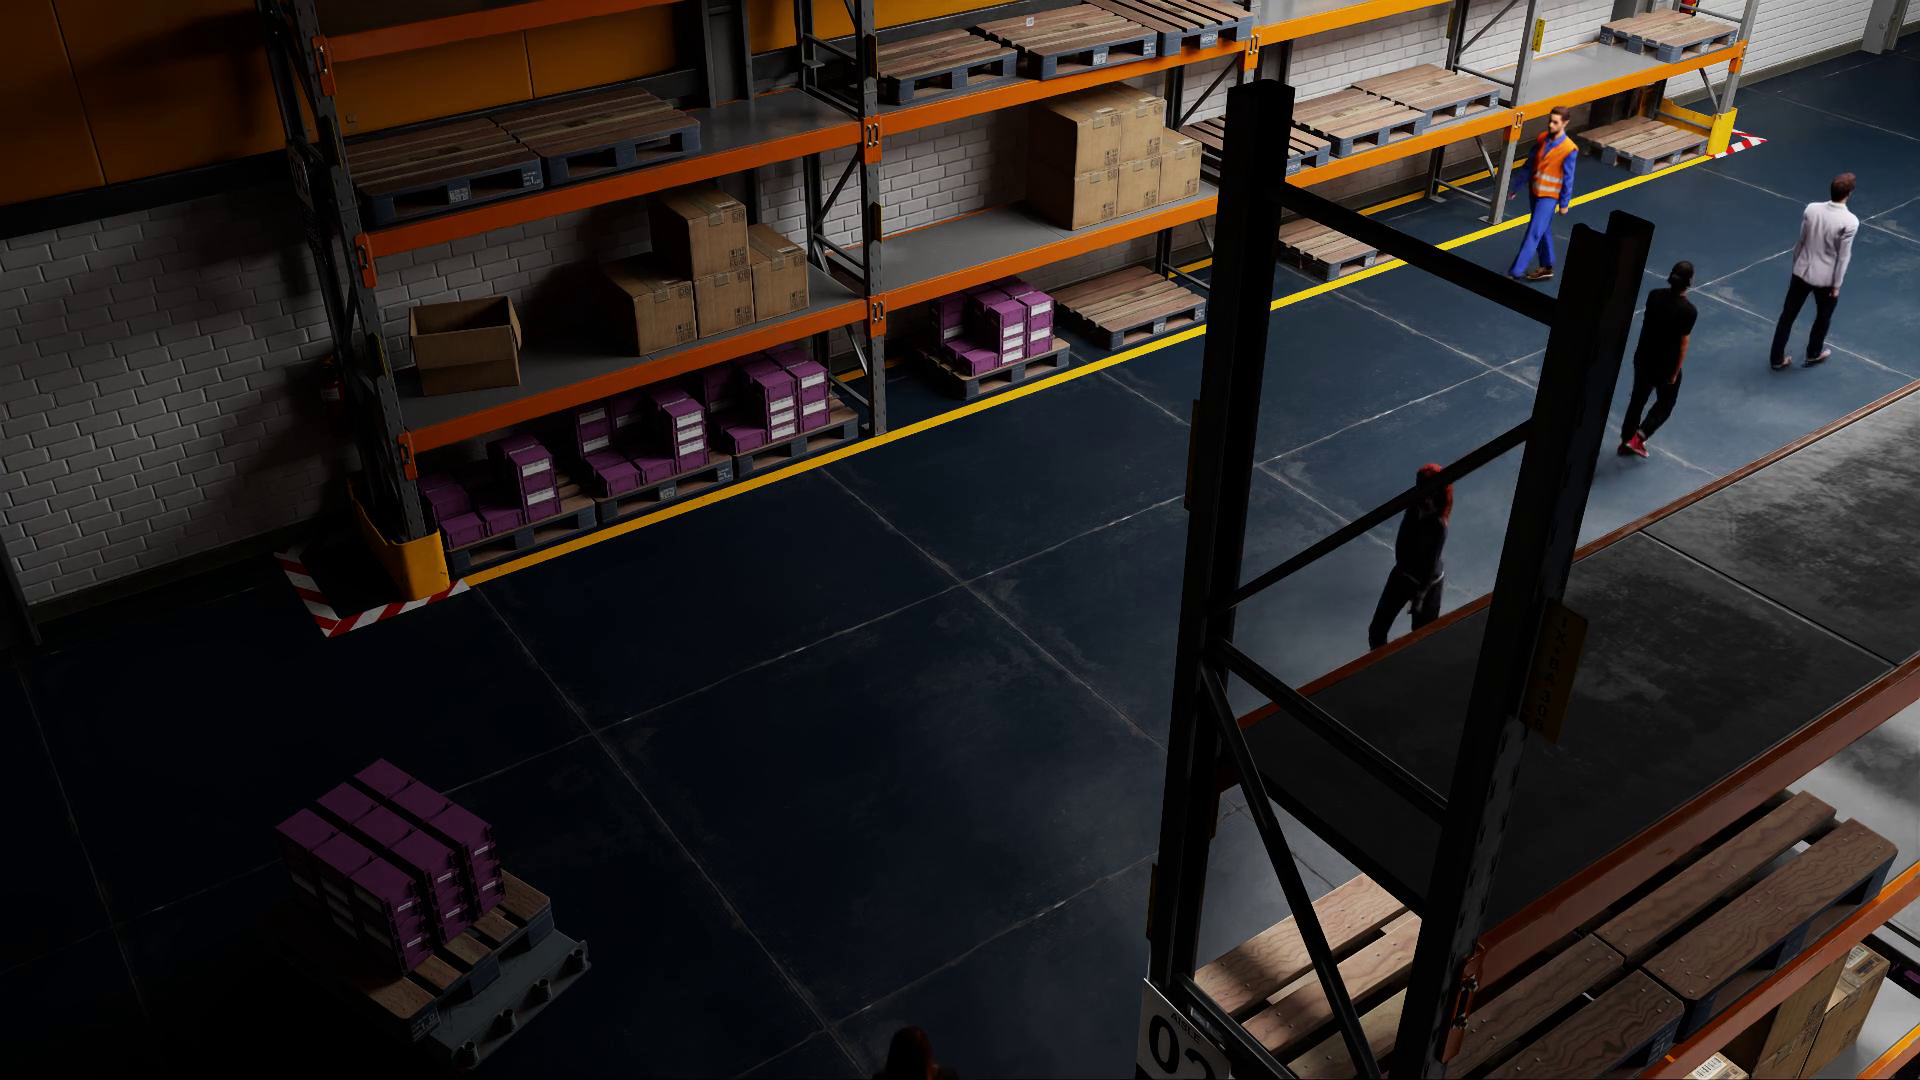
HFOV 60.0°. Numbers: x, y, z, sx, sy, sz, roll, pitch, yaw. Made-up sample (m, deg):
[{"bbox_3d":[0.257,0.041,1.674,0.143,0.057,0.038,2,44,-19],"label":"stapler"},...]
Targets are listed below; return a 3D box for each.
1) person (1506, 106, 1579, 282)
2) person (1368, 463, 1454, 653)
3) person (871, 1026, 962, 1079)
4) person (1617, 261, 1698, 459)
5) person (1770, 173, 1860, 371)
[{"bbox_3d":[5.830,-3.388,16.413,1.143,1.824,0.810,-15,36,-21],"label":"person"},{"bbox_3d":[3.086,0.259,10.985,0.803,1.759,0.654,-17,37,-24],"label":"person"},{"bbox_3d":[-0.159,2.696,7.385,1.105,1.686,1.044,-1,34,-2],"label":"person"},{"bbox_3d":[5.623,-1.427,13.533,0.653,1.746,0.622,-21,39,-29],"label":"person"},{"bbox_3d":[7.582,-2.351,14.848,0.867,1.830,0.699,-21,39,-28],"label":"person"}]
